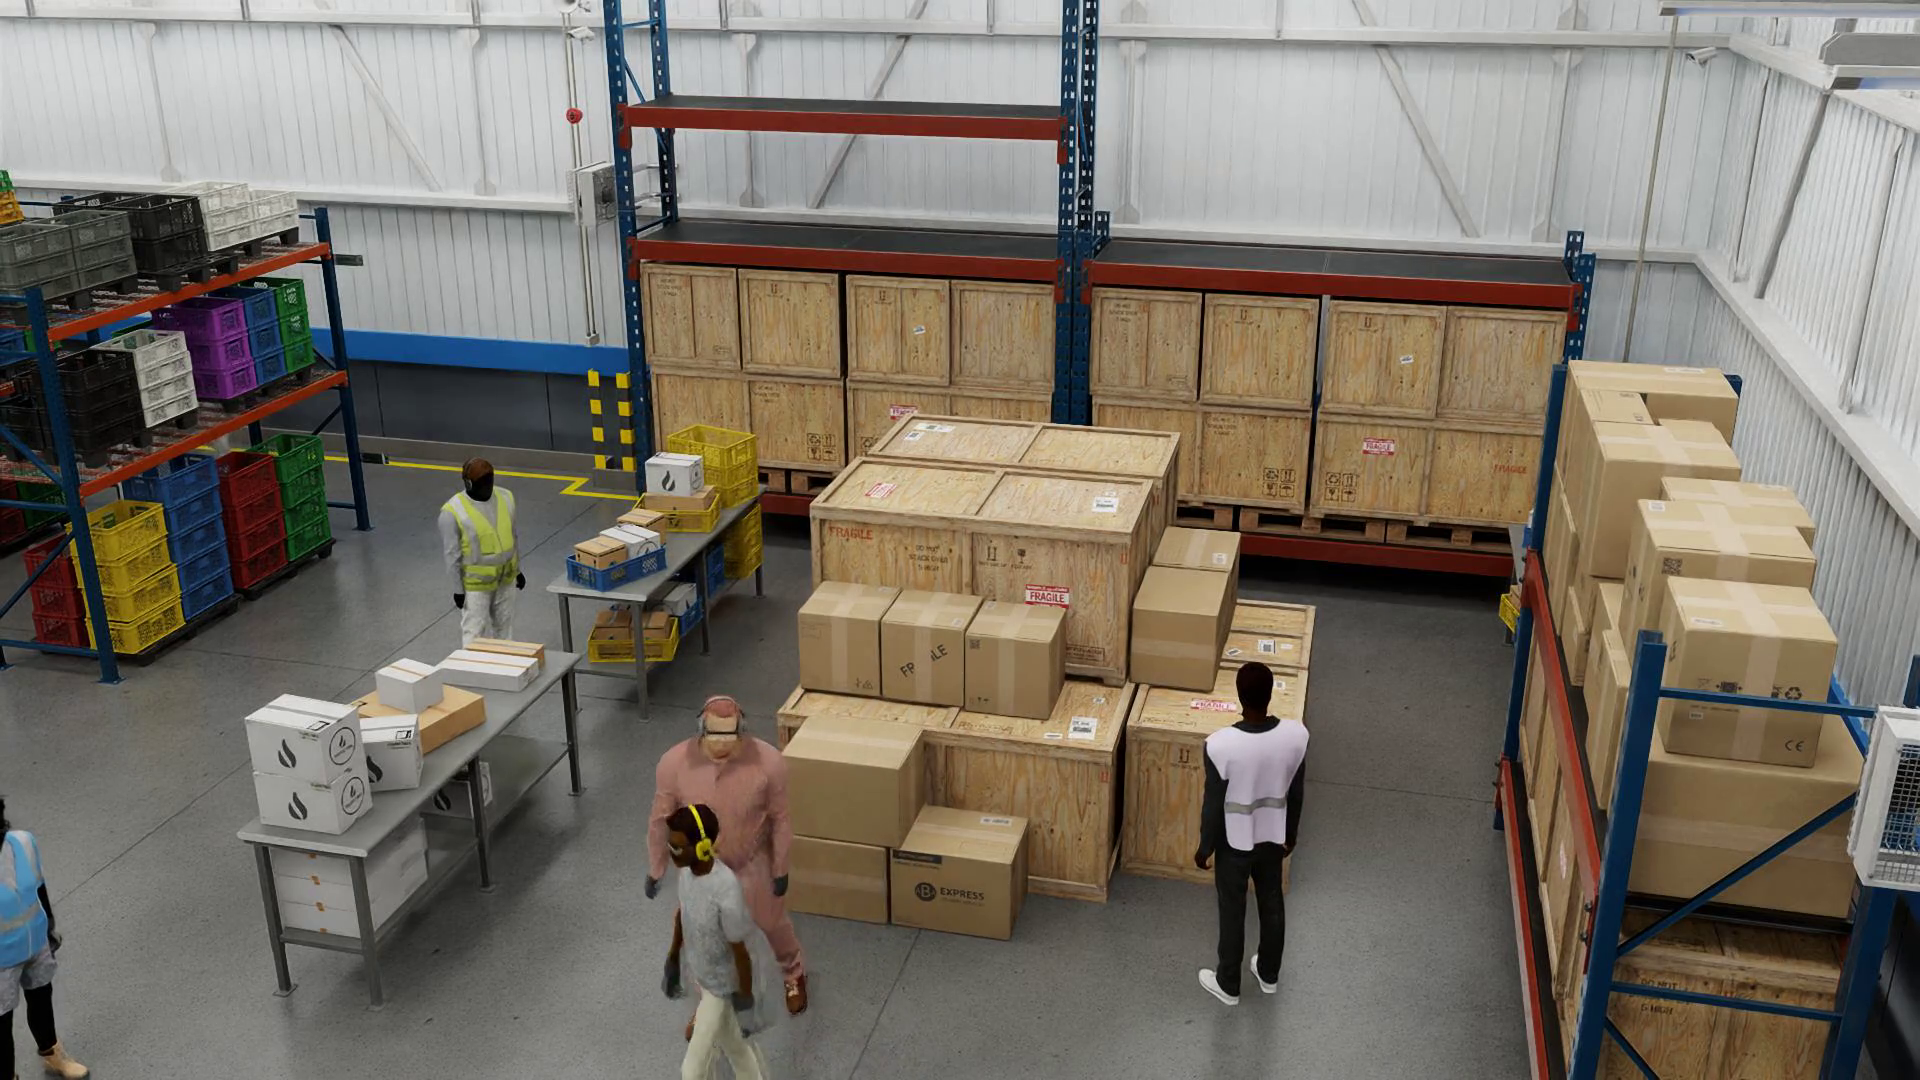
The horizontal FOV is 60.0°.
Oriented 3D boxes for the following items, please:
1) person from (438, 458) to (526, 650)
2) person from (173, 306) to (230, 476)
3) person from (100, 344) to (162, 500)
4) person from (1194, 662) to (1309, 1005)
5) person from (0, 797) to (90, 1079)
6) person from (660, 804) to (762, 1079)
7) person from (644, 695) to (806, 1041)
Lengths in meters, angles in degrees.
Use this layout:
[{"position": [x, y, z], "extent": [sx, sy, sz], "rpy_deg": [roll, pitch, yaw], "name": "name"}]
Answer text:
[{"position": [-3.424, 0.281, 12.089], "extent": [0.430, 1.844, 0.623], "rpy_deg": [16, 26, 36], "name": "person"}, {"position": [-7.596, -1.506, 16.707], "extent": [0.373, 1.902, 0.775], "rpy_deg": [-10, 23, -25], "name": "person"}, {"position": [-7.470, -0.843, 14.972], "extent": [0.577, 1.882, 0.349], "rpy_deg": [0, 21, 1], "name": "person"}, {"position": [1.514, 1.543, 8.685], "extent": [0.590, 1.916, 0.391], "rpy_deg": [-7, 22, -18], "name": "person"}, {"position": [-4.530, 1.950, 7.932], "extent": [0.319, 1.691, 0.531], "rpy_deg": [7, 22, 18], "name": "person"}, {"position": [-1.233, 2.039, 7.509], "extent": [0.863, 1.826, 0.541], "rpy_deg": [-12, 24, -28], "name": "person"}, {"position": [-1.217, 1.626, 8.487], "extent": [0.798, 1.912, 0.506], "rpy_deg": [-1, 21, -1], "name": "person"}]
